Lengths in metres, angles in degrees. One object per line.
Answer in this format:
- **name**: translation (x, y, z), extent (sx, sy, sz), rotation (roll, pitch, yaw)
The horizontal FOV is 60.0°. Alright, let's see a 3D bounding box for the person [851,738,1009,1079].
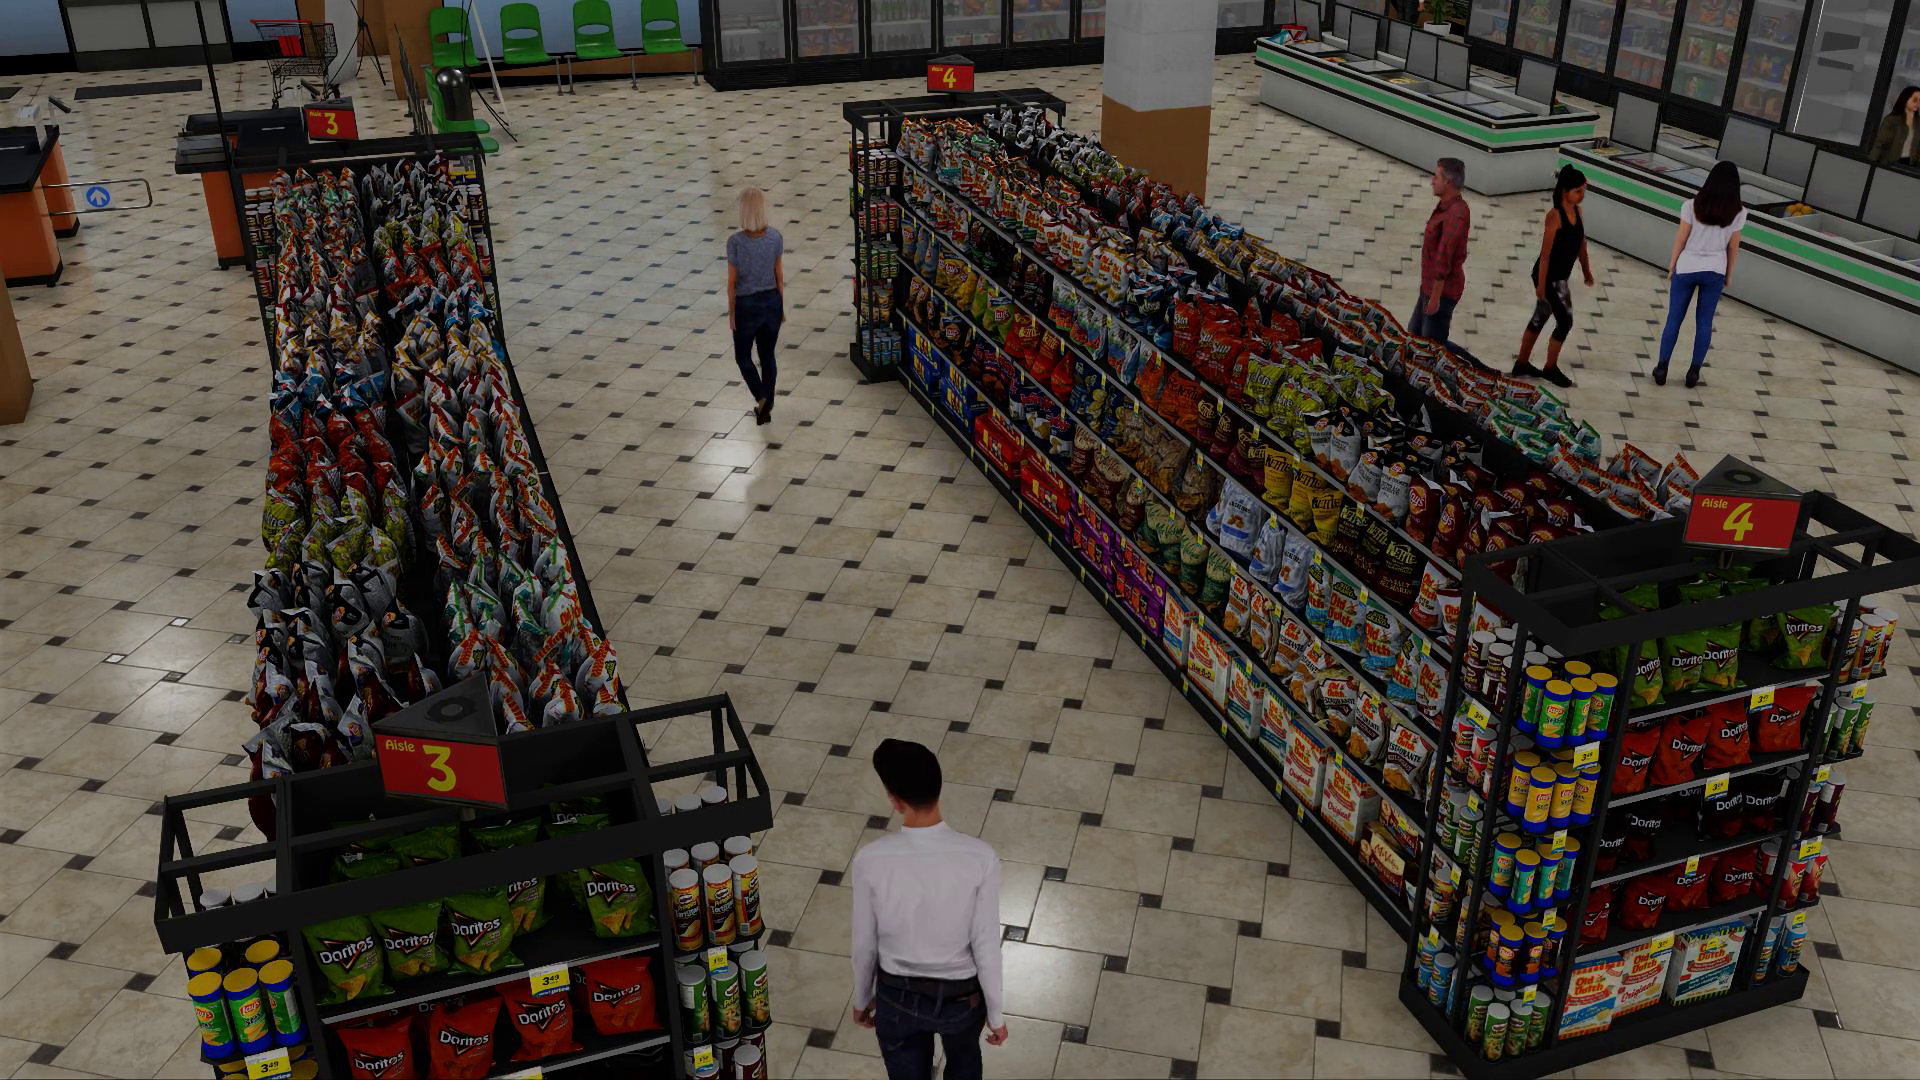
- **person**: translation (-0.114, 1.510, 5.237), extent (0.986, 1.843, 1.315), rotation (2, 27, 4)

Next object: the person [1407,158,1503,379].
- **person**: translation (3.480, -1.757, 11.723), extent (1.077, 1.803, 1.091), rotation (6, 27, 11)

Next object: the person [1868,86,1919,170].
- **person**: translation (8.673, -3.499, 15.565), extent (0.666, 1.437, 0.978), rotation (-6, 28, -12)

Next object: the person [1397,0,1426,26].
- **person**: translation (6.169, -7.408, 22.858), extent (0.746, 1.811, 0.538), rotation (-14, 30, -25)

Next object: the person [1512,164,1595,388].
- **person**: translation (4.304, -1.965, 12.298), extent (0.857, 1.655, 0.793), rotation (15, 31, 27)

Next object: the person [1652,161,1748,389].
- **person**: translation (5.426, -1.930, 12.198), extent (0.678, 1.682, 0.720), rotation (9, 28, 18)

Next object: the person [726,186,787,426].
- **person**: translation (-1.364, -1.564, 11.445), extent (0.616, 1.711, 0.808), rotation (-12, 29, -22)
